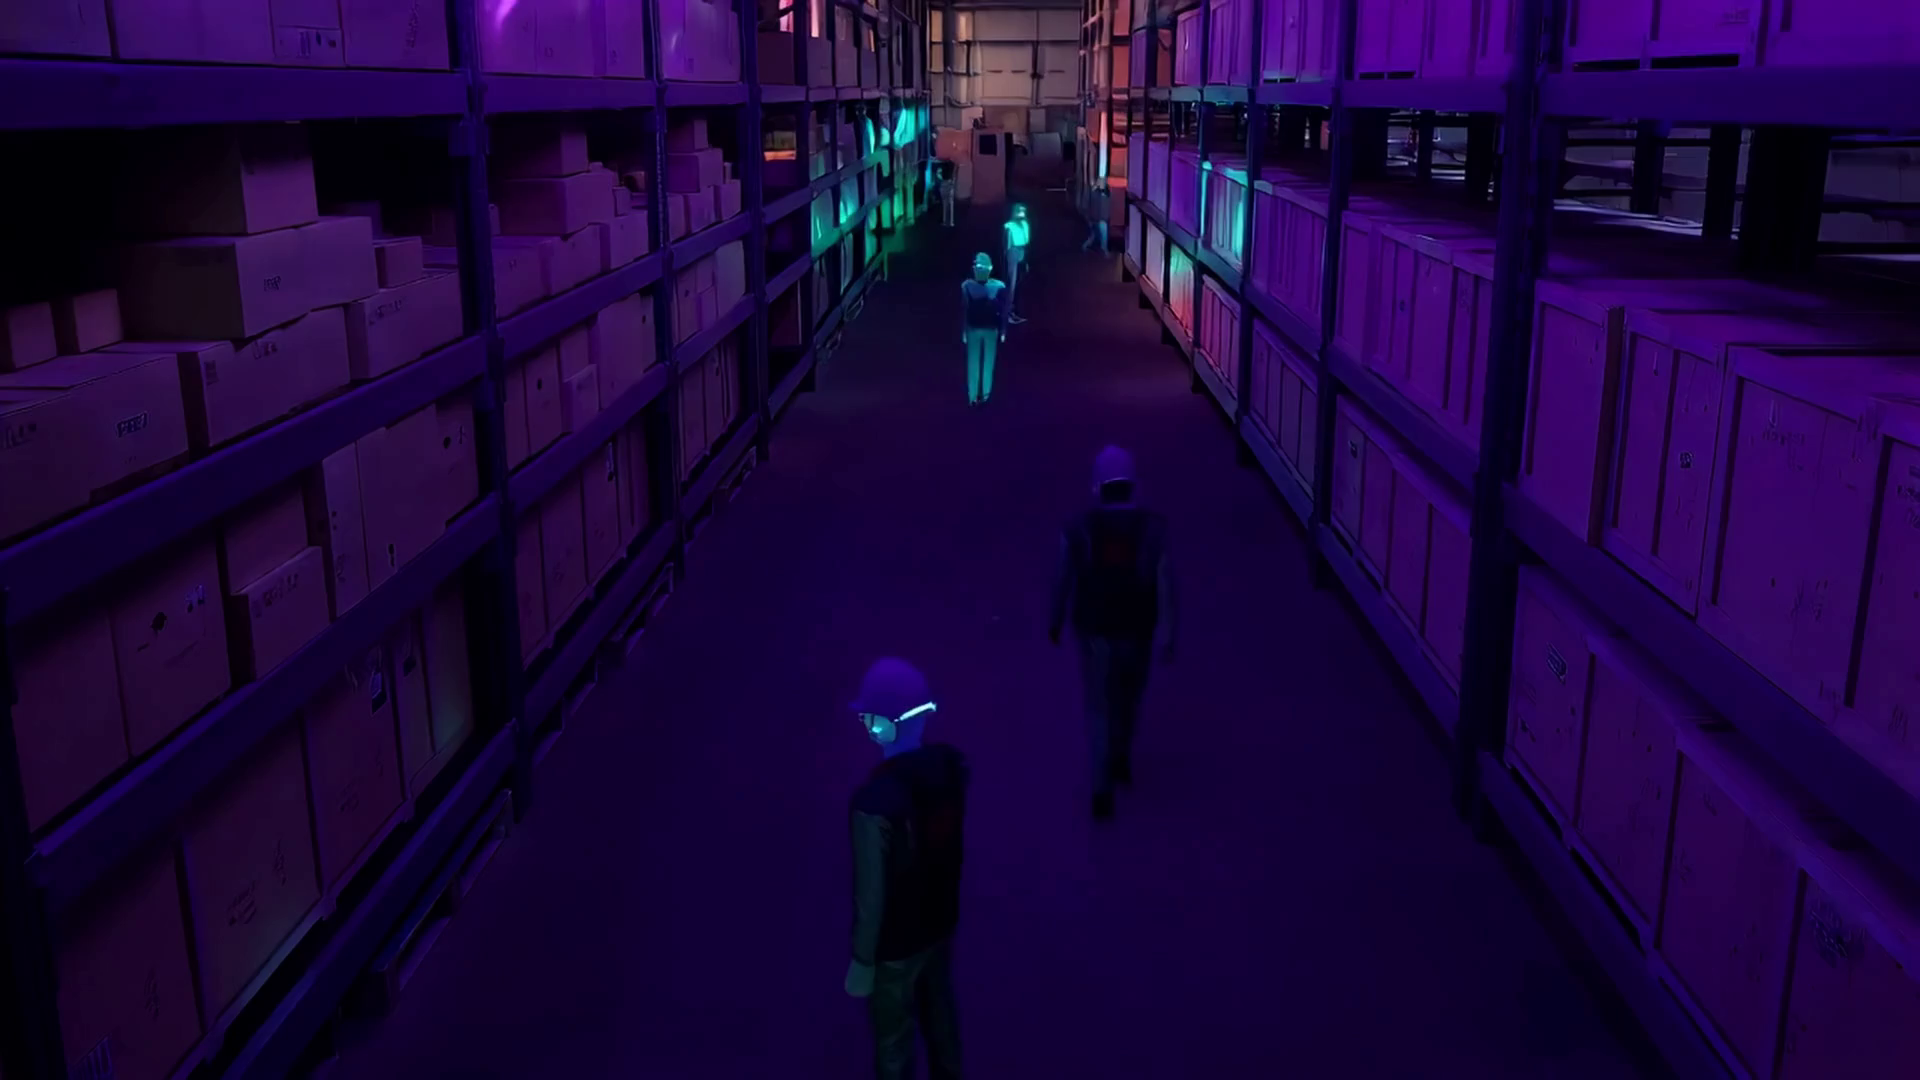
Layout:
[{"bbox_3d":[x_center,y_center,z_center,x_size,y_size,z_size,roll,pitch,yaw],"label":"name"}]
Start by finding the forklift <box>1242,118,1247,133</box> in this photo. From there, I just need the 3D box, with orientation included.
[{"bbox_3d":[7.416,-9.610,43.548,1.873,2.768,1.129,0,15,2],"label":"forklift"}]

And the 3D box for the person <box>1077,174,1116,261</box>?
[{"bbox_3d":[2.890,-6.811,35.169,0.812,1.821,0.626,3,15,12],"label":"person"}]

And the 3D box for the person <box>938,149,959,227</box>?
[{"bbox_3d":[-0.322,-9.327,44.081,0.605,2.044,0.374,-7,16,-24],"label":"person"}]

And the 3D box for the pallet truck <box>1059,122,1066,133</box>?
[{"bbox_3d":[5.788,-21.111,88.014,1.885,1.965,0.823,5,16,18],"label":"pallet truck"}]

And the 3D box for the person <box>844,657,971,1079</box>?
[{"bbox_3d":[-0.196,1.222,5.381,0.341,1.750,0.567,10,18,33],"label":"person"}]

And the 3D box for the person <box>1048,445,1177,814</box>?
[{"bbox_3d":[0.757,0.405,8.378,0.628,1.775,0.971,0,15,1],"label":"person"}]

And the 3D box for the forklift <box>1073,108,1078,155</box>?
[{"bbox_3d":[5.670,-18.430,76.362,1.129,2.768,1.873,-7,17,-24],"label":"forklift"}]

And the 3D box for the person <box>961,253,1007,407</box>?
[{"bbox_3d":[0.261,-2.347,18.709,0.528,1.726,0.876,1,15,3],"label":"person"}]

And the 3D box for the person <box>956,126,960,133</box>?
[{"bbox_3d":[-0.196,-20.195,84.862,0.573,1.864,0.678,-9,17,-29],"label":"person"}]

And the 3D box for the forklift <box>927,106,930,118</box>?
[{"bbox_3d":[-1.956,-21.097,86.286,1.129,2.768,1.873,0,15,2],"label":"forklift"}]

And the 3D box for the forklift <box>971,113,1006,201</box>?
[{"bbox_3d":[0.948,-12.644,54.837,1.129,2.768,1.873,0,15,2],"label":"forklift"}]

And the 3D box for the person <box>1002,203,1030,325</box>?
[{"bbox_3d":[0.864,-4.255,25.598,0.396,1.840,0.564,8,17,29],"label":"person"}]
